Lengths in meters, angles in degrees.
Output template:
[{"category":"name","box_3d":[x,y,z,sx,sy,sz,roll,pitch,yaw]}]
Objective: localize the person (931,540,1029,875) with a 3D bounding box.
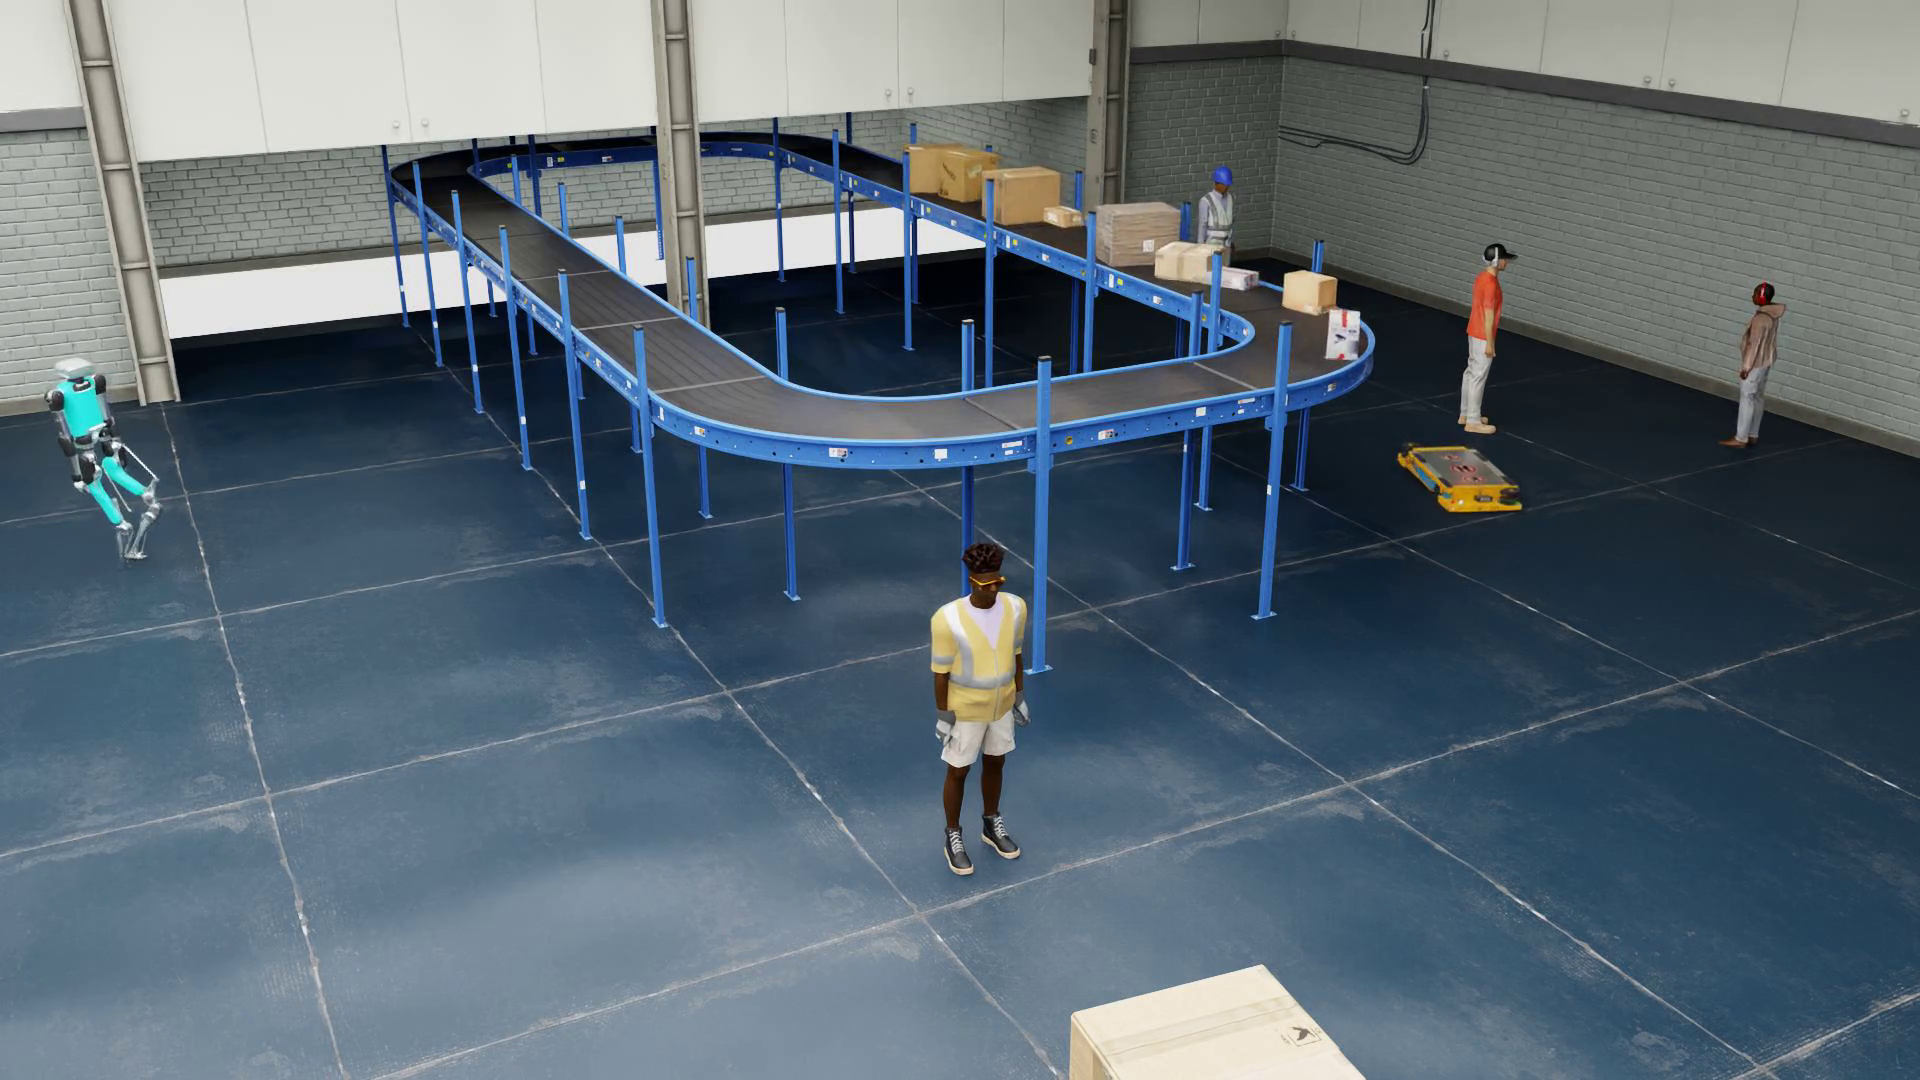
[{"category":"person","box_3d":[0.121,0.924,9.332,0.602,1.966,0.368,-13,25,-28]}]

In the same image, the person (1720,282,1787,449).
[{"category":"person","box_3d":[7.776,-1.702,16.245,0.325,1.648,0.466,20,30,41]}]

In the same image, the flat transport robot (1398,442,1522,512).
[{"category":"flat transport robot","box_3d":[4.585,-0.583,15.316,0.659,0.231,1.431,-2,22,-4]}]

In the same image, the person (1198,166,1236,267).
[{"category":"person","box_3d":[3.222,-3.712,20.841,0.618,1.933,0.413,-17,28,-36]}]

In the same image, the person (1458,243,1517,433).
[{"category":"person","box_3d":[5.292,-2.033,16.714,0.388,1.913,0.475,2,22,4]}]

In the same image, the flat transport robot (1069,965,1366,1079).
[{"category":"flat transport robot","box_3d":[1.106,2.792,6.974,1.431,0.231,0.659,-8,23,-20]}]

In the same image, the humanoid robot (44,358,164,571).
[{"category":"humanoid robot","box_3d":[-6.755,-0.521,13.319,0.746,1.879,0.552,8,23,18]}]
